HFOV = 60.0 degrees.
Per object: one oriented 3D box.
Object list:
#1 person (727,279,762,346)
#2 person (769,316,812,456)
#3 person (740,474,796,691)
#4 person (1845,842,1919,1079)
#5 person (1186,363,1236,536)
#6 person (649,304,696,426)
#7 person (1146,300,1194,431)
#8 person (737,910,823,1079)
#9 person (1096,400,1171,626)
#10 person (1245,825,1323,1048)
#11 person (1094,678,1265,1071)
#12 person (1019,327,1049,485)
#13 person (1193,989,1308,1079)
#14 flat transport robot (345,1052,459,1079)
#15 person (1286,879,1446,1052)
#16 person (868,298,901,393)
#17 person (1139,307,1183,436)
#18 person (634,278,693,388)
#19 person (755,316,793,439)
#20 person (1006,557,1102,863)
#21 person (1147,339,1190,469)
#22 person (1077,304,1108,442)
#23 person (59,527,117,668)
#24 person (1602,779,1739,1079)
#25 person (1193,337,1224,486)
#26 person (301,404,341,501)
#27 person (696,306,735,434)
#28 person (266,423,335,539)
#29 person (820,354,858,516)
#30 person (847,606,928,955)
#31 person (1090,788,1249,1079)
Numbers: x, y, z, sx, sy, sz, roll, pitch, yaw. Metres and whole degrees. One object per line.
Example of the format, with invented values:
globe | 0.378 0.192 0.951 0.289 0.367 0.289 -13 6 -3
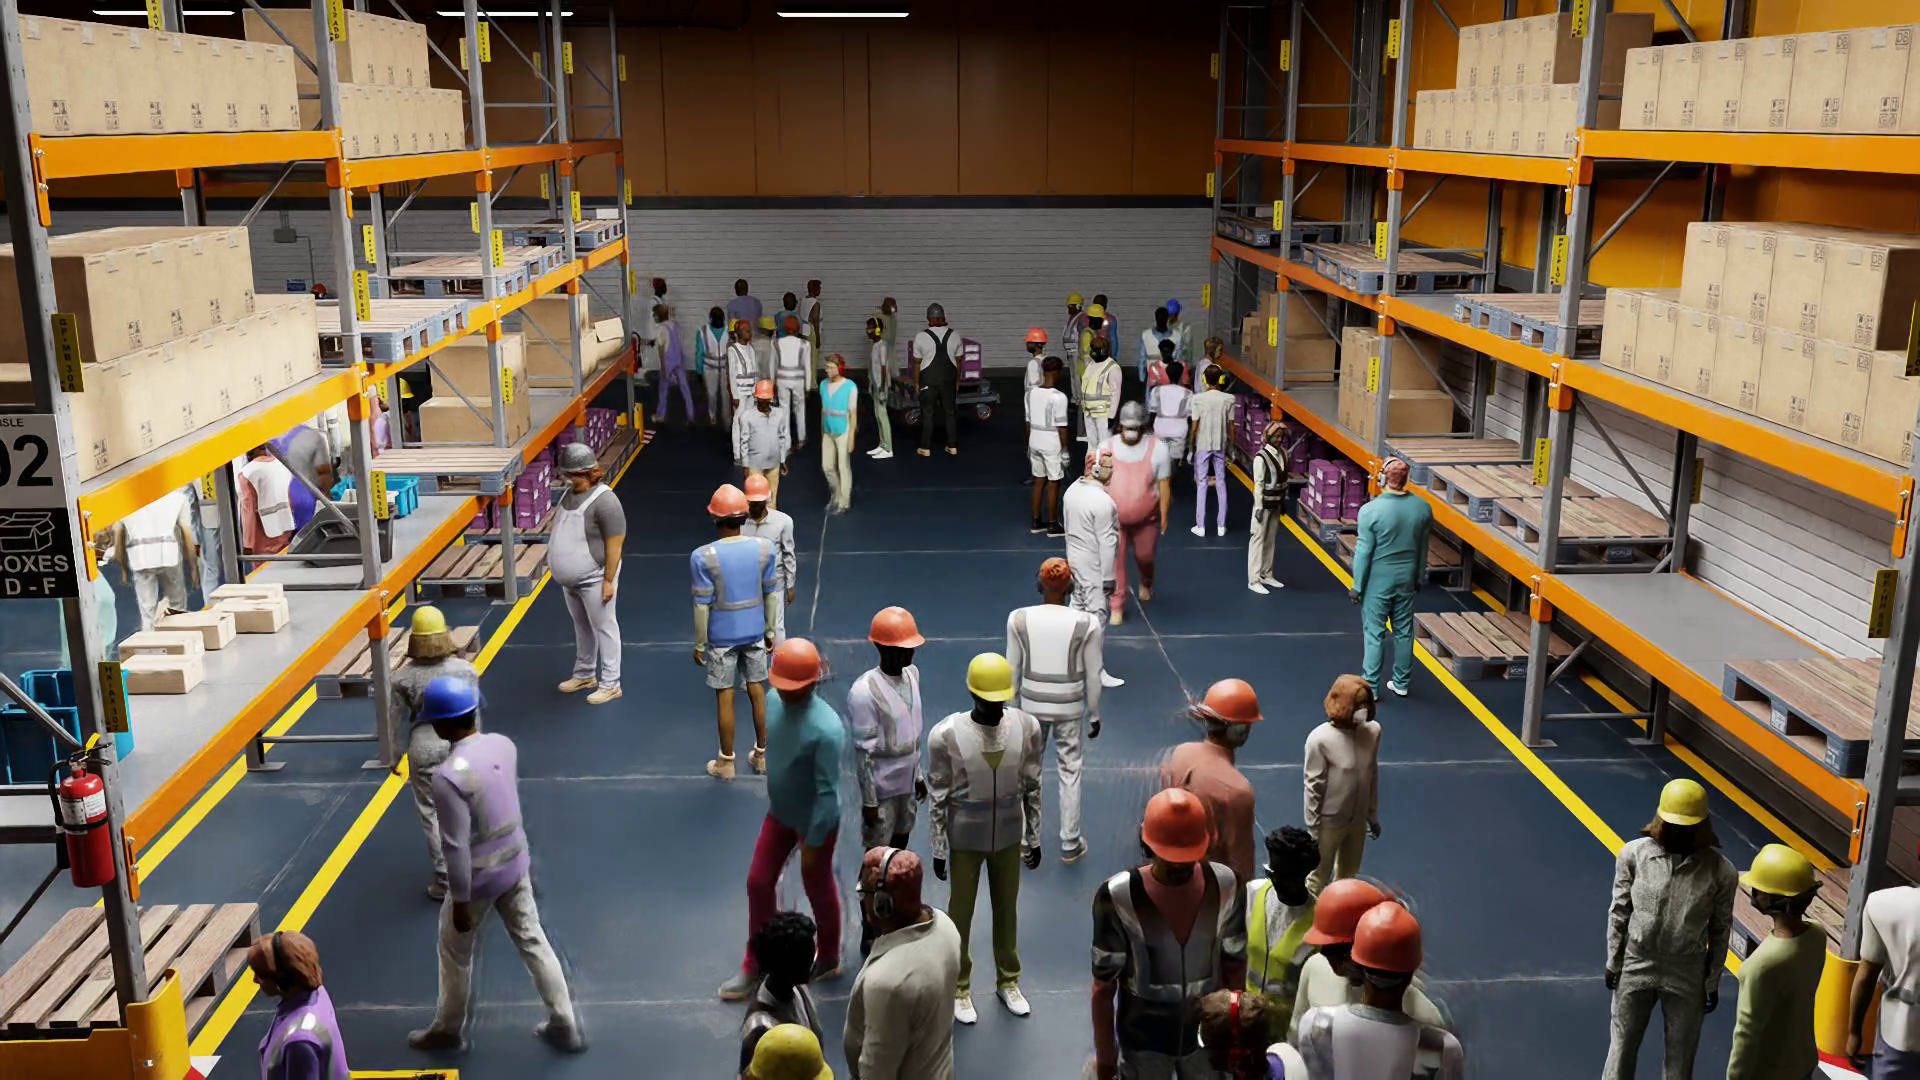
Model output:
person | -3.410 -3.173 26.392 0.627 1.933 0.368 -11 18 -38
person | -2.272 -2.098 22.356 0.599 1.828 0.989 0 14 1
person | -1.564 0.334 13.000 0.566 1.744 0.350 -1 14 -3
person | 3.756 1.956 6.455 0.564 1.836 0.388 6 16 24
person | 2.698 -0.964 17.856 0.532 1.864 0.310 -1 14 -3
person | -4.205 -2.546 24.238 0.949 1.787 0.540 14 20 43
person | 3.029 -2.460 23.677 0.627 1.890 1.012 9 17 32
person | -0.653 2.133 6.046 0.321 1.693 0.533 2 14 6
person | 1.540 -0.305 14.917 0.690 2.000 0.858 3 15 11
person | 1.329 1.946 6.777 0.319 1.694 0.535 -11 18 -38
person | 1.079 1.587 7.707 0.980 1.946 0.645 -4 15 -16
person | 0.930 -1.632 20.321 0.342 1.941 0.551 6 16 24
person | 0.938 2.267 5.261 0.450 1.819 0.584 8 16 28
flat transport robot | -2.619 2.612 6.992 0.652 0.197 1.431 0 14 -2
person | 1.405 2.077 5.804 0.981 1.948 0.610 -8 17 -30
person | -1.163 -3.100 26.768 0.843 1.590 0.521 10 17 34
person | 2.761 -2.243 22.801 0.606 1.900 0.450 2 14 6
person | -4.995 -3.434 27.630 1.011 1.834 0.587 0 14 1
person | -2.729 -2.304 23.414 0.848 1.726 0.540 8 16 28
person | 0.556 1.022 10.045 0.592 1.876 0.343 4 15 14
person | 2.656 -1.742 21.276 0.548 1.671 0.593 4 15 14
person | 1.834 -2.322 23.095 0.402 1.916 0.582 3 15 13
person | -5.597 0.810 10.785 0.384 1.927 0.643 -9 17 -32
person | 3.006 1.837 7.101 0.486 1.744 0.294 6 16 23
person | 3.018 -1.565 20.281 0.355 1.834 0.524 -1 14 -4
person | -6.925 -0.974 17.810 0.591 1.911 0.398 -1 14 -6
person | -3.479 -2.473 23.931 0.634 1.808 0.904 -2 14 -8
person | -6.100 -0.407 15.317 0.718 2.000 0.545 2 14 7
person | -1.366 -1.198 18.828 0.585 1.847 0.405 12 19 39
person | -0.350 1.286 8.873 0.361 1.939 0.542 8 16 29
person | 0.804 1.887 6.345 0.614 2.029 0.409 -3 15 -11
